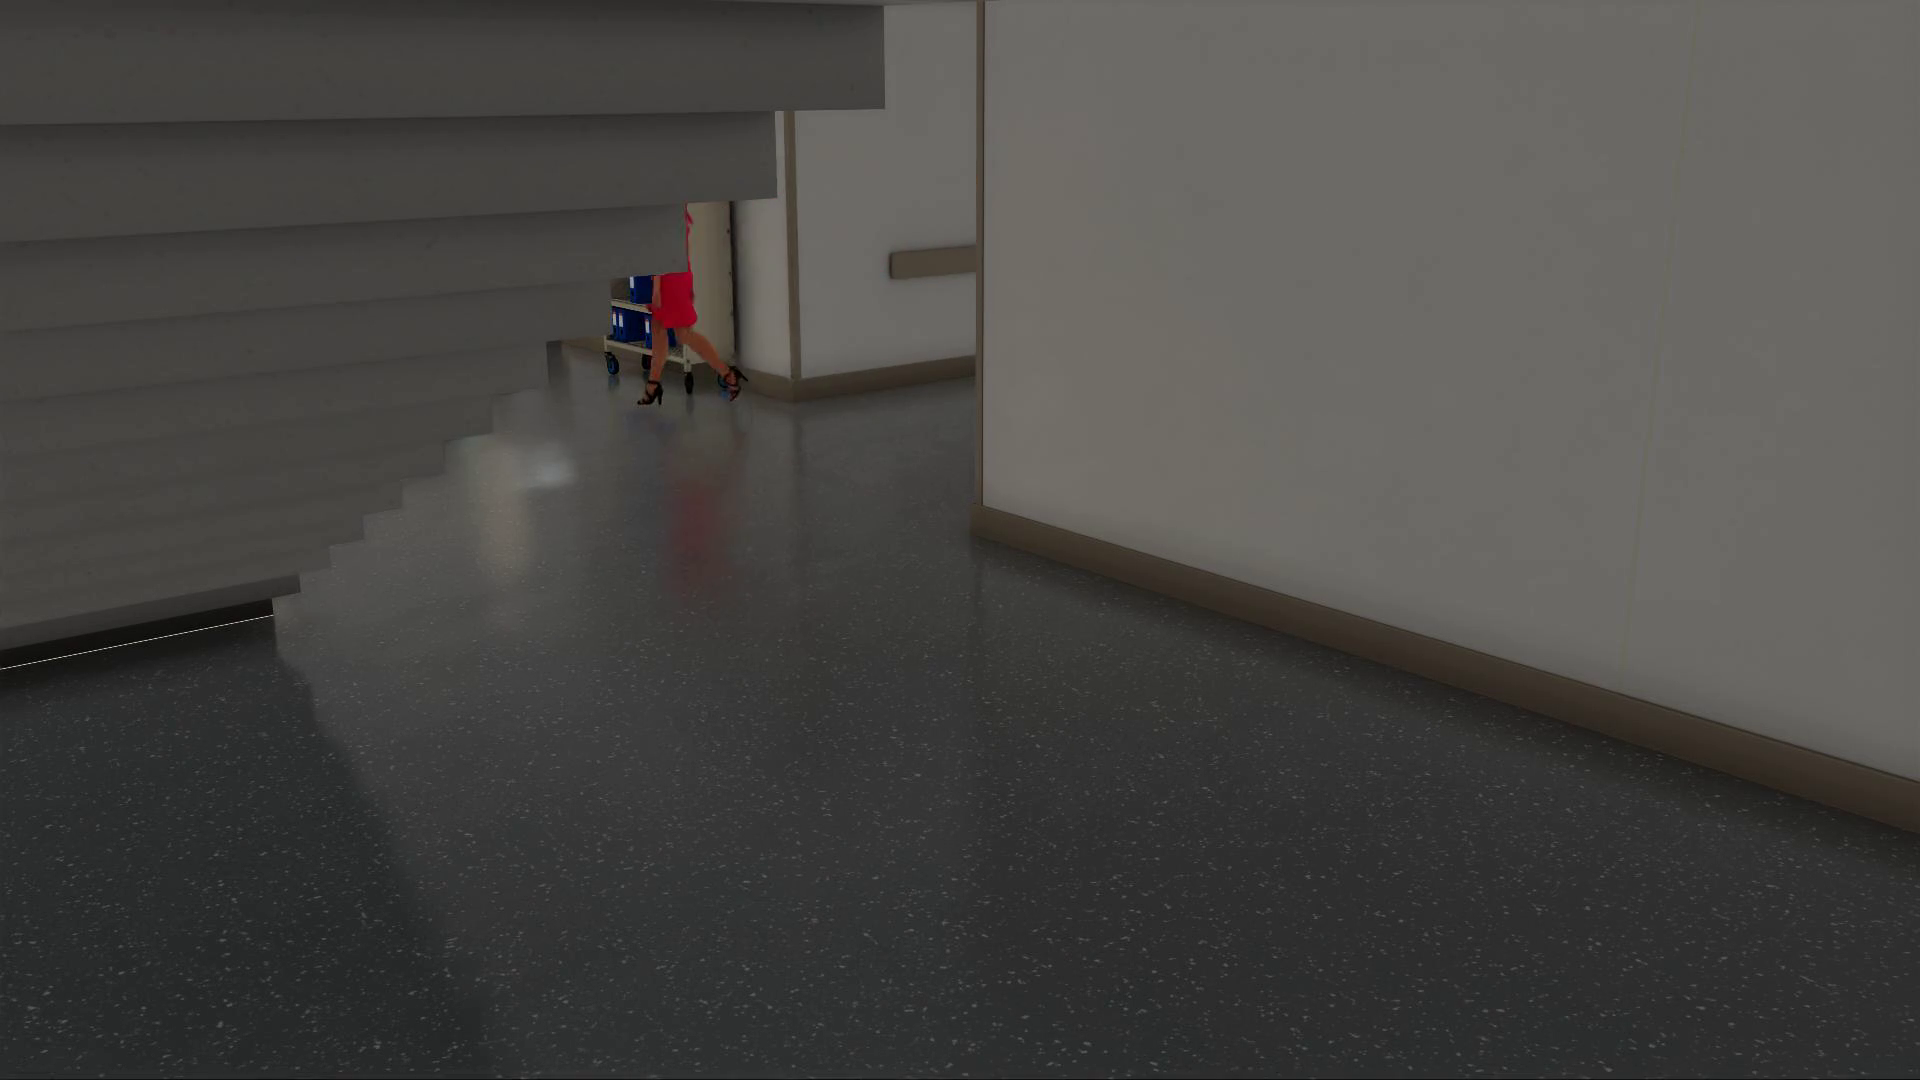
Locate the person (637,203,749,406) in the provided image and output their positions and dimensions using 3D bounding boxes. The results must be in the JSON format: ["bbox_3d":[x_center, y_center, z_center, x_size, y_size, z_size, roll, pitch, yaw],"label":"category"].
[{"bbox_3d":[-1.868,-1.711,11.332,1.128,1.687,0.980,3,16,12],"label":"person"}]
